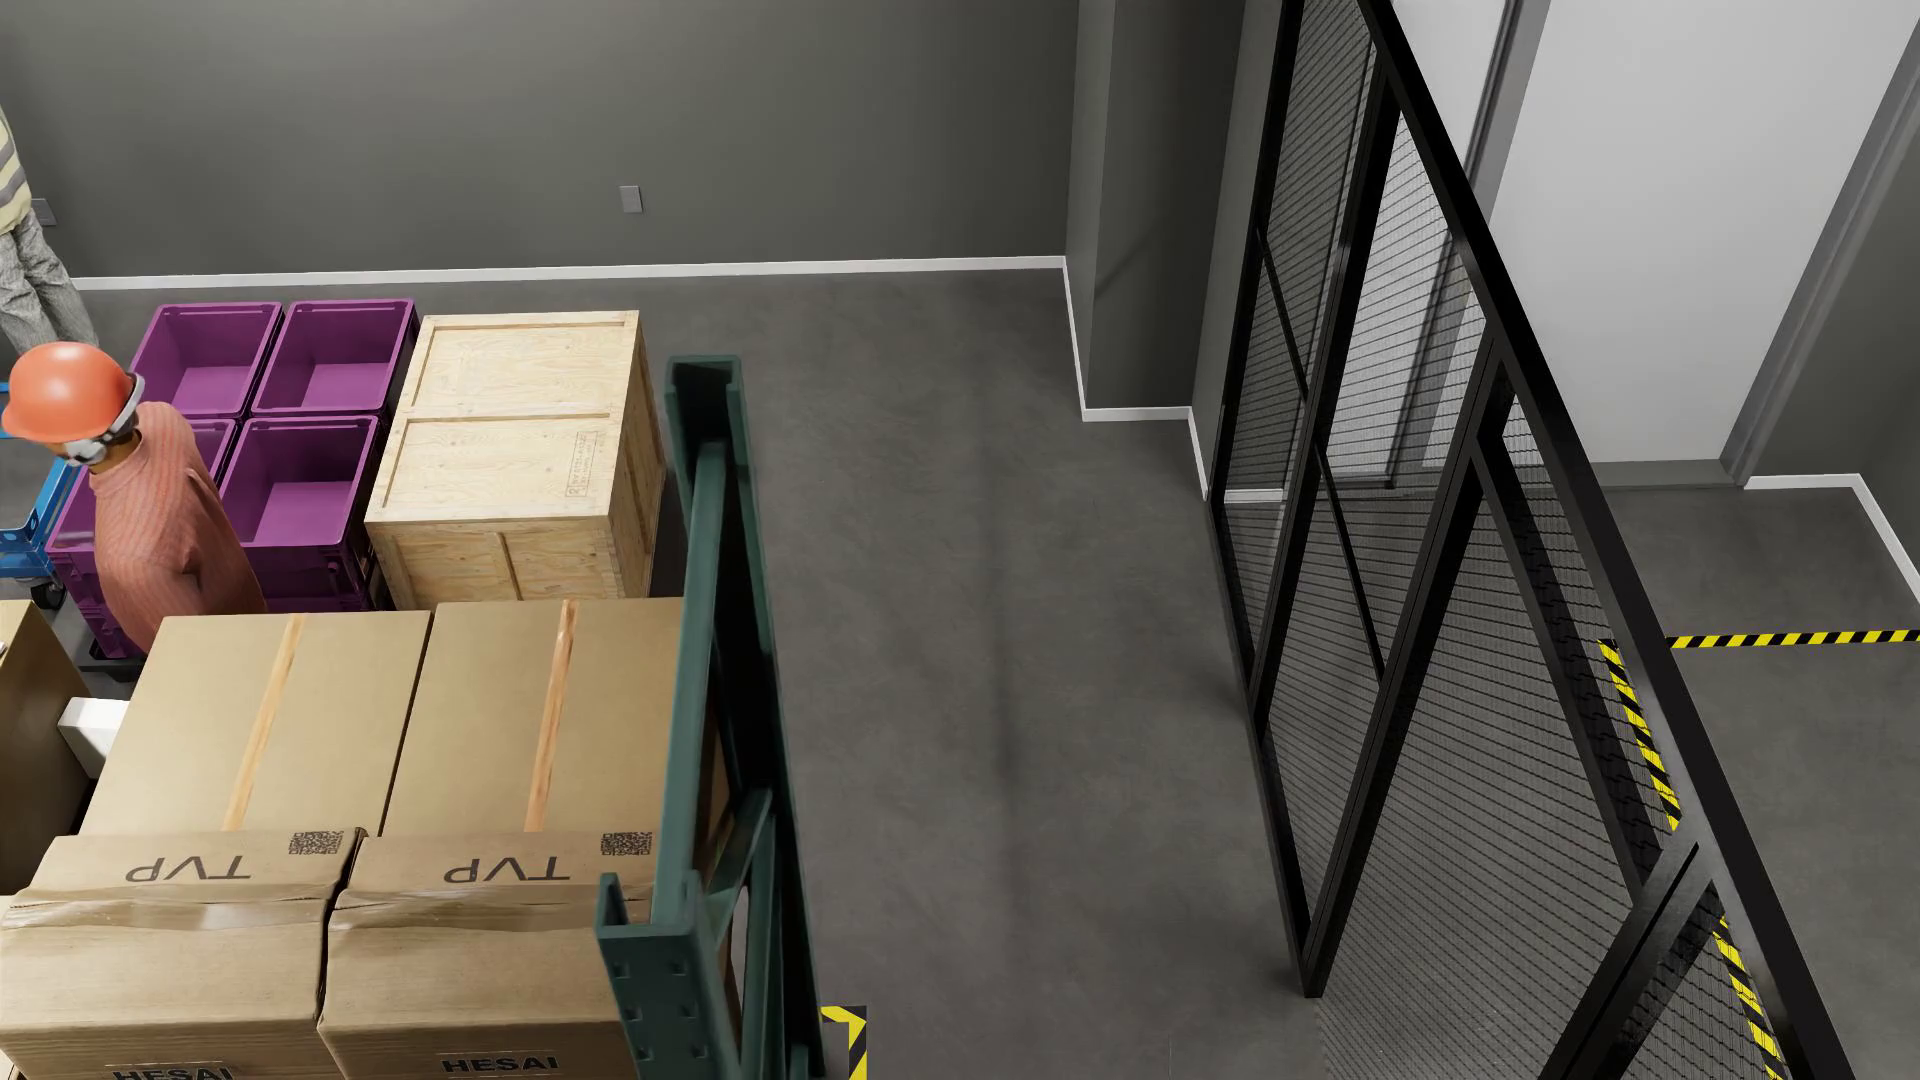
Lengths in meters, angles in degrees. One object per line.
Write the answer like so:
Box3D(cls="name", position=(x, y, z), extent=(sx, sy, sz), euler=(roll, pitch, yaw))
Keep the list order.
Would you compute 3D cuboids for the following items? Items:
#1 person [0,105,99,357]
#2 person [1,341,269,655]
Box3D(cls="person", position=(-3.540, -1.195, 5.970), extent=(0.404, 1.832, 0.598), euler=(1, 46, 1))
Box3D(cls="person", position=(-2.038, 0.253, 4.478), extent=(0.378, 1.993, 0.612), euler=(-12, 48, -11))
